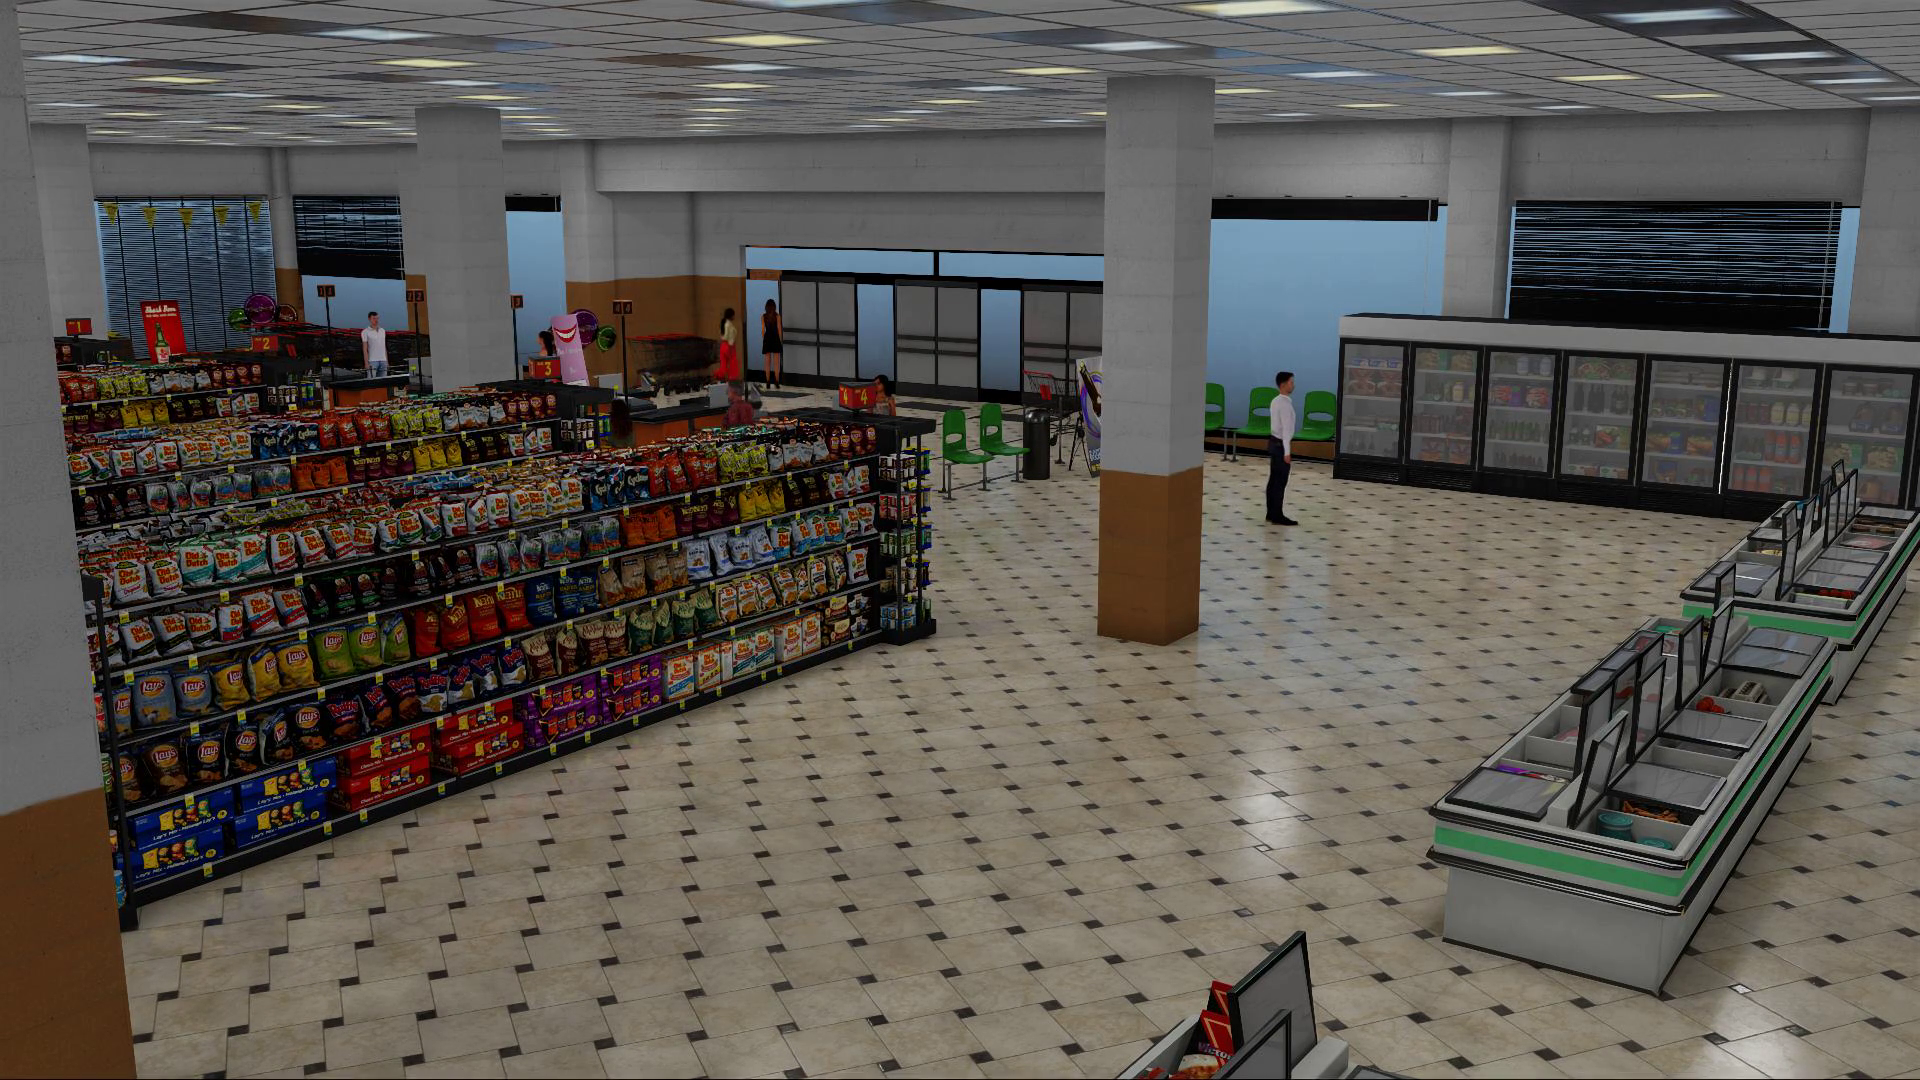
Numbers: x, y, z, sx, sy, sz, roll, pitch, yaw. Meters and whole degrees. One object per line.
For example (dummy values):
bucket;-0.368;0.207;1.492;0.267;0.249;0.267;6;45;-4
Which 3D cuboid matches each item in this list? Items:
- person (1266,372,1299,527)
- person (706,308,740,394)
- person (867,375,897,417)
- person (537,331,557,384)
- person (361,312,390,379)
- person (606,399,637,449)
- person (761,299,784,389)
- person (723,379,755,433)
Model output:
person;3.923;-1.133;20.382;0.781;1.867;0.709;-1;12;-5
person;-4.601;-3.610;32.399;0.668;1.763;1.042;11;16;42
person;-1.040;-1.382;22.107;0.691;1.645;0.596;5;13;24
person;-6.933;-2.653;27.942;0.796;1.727;0.705;1;12;5
person;-10.745;-3.278;30.608;0.712;1.851;0.467;8;14;33
person;-4.255;-1.037;20.876;0.668;1.476;0.498;11;16;43
person;-3.877;-4.036;34.248;0.662;1.835;0.691;0;12;1
person;-2.555;-1.007;19.917;0.872;1.813;0.863;5;13;21
